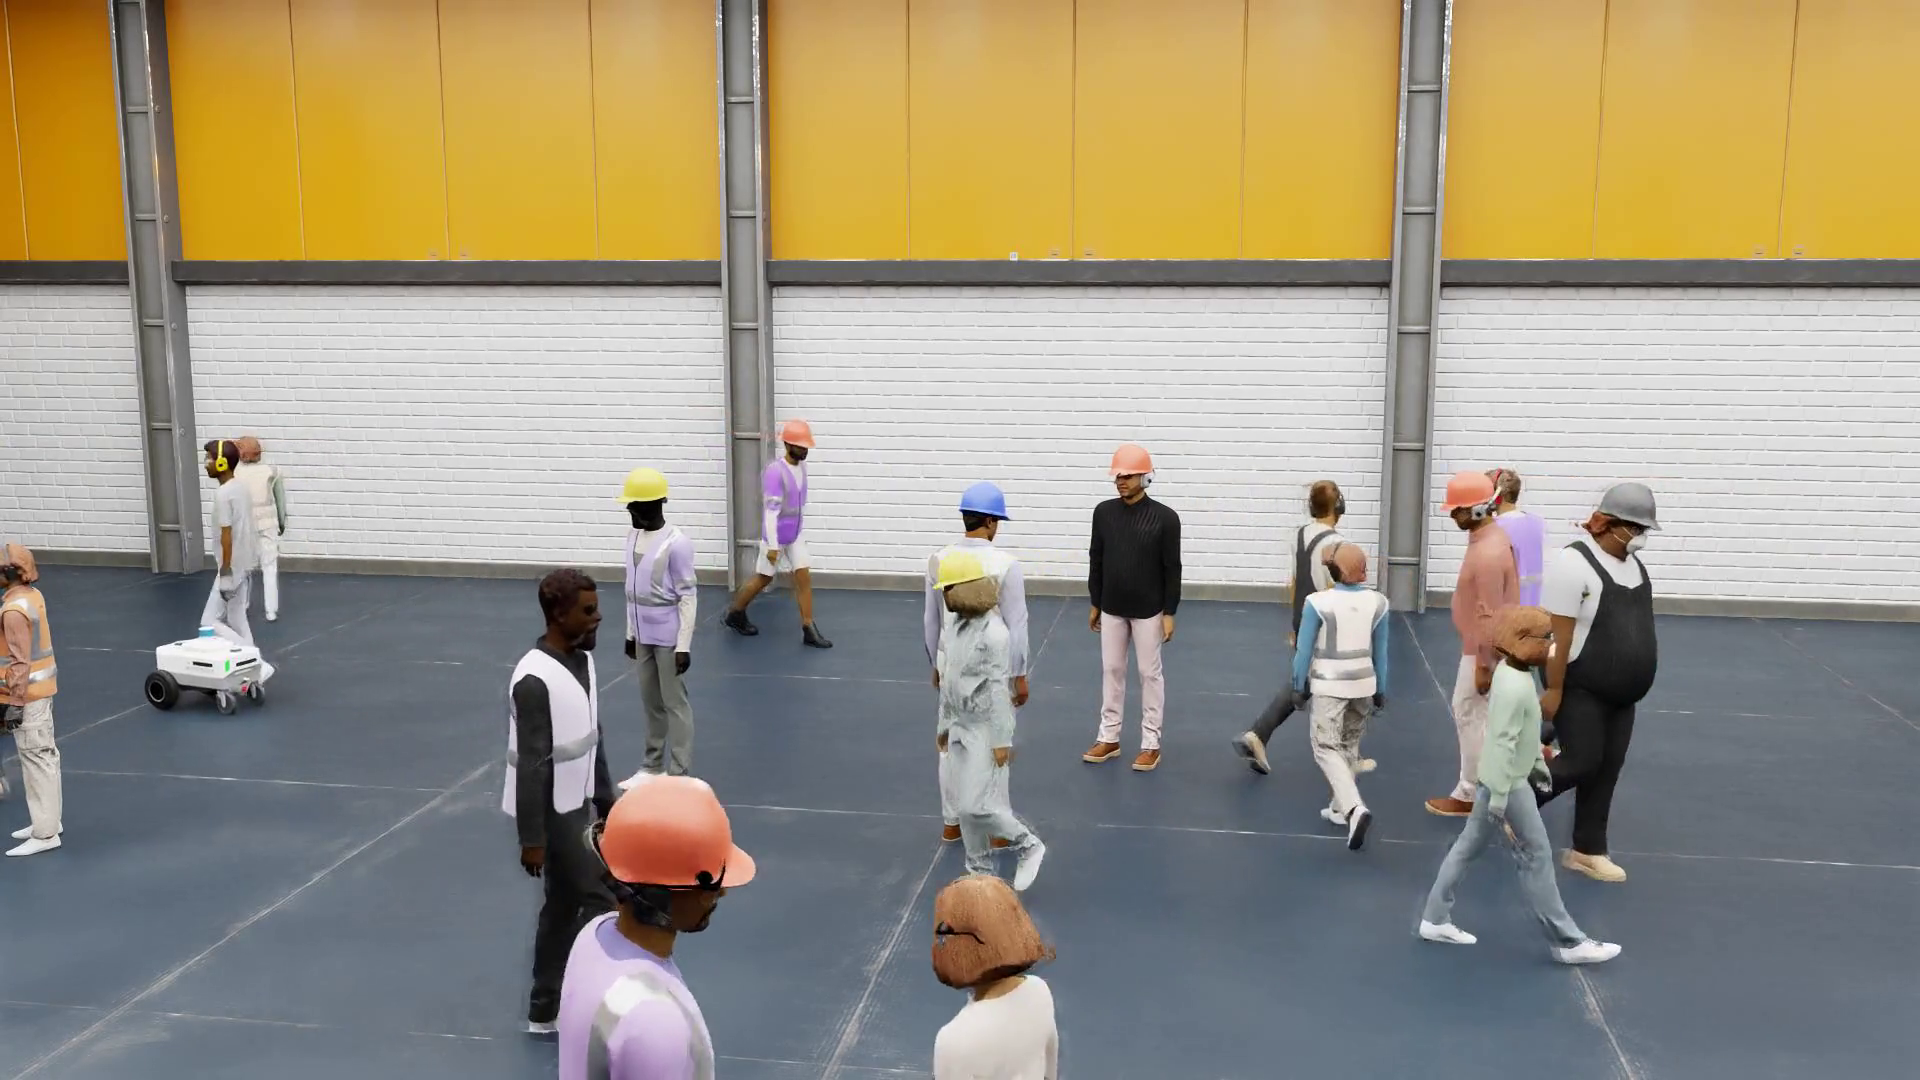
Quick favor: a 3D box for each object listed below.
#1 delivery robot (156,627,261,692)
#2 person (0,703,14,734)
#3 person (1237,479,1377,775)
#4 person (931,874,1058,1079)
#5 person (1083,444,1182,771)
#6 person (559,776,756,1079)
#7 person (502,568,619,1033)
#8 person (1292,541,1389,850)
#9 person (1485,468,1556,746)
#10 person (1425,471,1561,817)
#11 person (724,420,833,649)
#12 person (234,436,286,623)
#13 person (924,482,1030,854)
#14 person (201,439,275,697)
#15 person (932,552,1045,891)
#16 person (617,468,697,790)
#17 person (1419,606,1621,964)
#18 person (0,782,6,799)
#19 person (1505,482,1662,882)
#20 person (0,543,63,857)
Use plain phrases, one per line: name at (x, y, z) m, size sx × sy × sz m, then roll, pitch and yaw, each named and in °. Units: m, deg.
delivery robot at (-5.218, 0.846, 11.557) m, size 0.707 × 0.478 × 0.477 m, roll 4°, pitch 10°, yaw 23°
person at (-6.333, 0.355, 10.616) m, size 0.413 × 1.948 × 0.698 m, roll 0°, pitch 9°, yaw -1°
person at (2.092, 0.539, 9.913) m, size 0.836 × 1.814 × 0.504 m, roll -4°, pitch 10°, yaw -23°
person at (0.145, 1.603, 3.941) m, size 0.690 × 1.608 × 0.540 m, roll 4°, pitch 10°, yaw 26°
person at (1.045, 0.406, 10.132) m, size 0.612 × 1.995 × 0.393 m, roll 6°, pitch 11°, yaw 34°
person at (-0.734, 1.478, 3.507) m, size 0.617 × 2.017 × 0.663 m, roll -4°, pitch 10°, yaw -25°
person at (-1.468, 1.047, 6.478) m, size 0.603 × 1.897 × 0.615 m, roll 0°, pitch 9°, yaw 3°
person at (2.050, 0.814, 8.798) m, size 0.526 × 1.615 × 0.734 m, roll -3°, pitch 10°, yaw -16°
person at (3.403, 0.475, 10.237) m, size 0.575 × 1.826 × 0.481 m, roll -8°, pitch 12°, yaw -40°
person at (2.935, 0.589, 9.110) m, size 0.679 × 1.955 × 0.669 m, roll 3°, pitch 10°, yaw 17°
person at (-1.511, -0.065, 13.499) m, size 1.029 × 1.866 × 0.556 m, roll 6°, pitch 11°, yaw 31°
person at (-6.158, -0.106, 14.521) m, size 0.524 × 1.597 × 0.856 m, roll -5°, pitch 11°, yaw -29°
person at (0.101, 0.668, 8.696) m, size 0.602 × 1.937 × 0.407 m, roll 6°, pitch 11°, yaw 33°
person at (-5.156, 0.215, 11.737) m, size 0.396 × 1.853 × 0.562 m, roll -1°, pitch 9°, yaw -5°
person at (0.100, 0.904, 7.939) m, size 0.452 × 1.720 × 0.491 m, roll -6°, pitch 11°, yaw -31°
person at (-1.742, 0.537, 9.548) m, size 0.383 × 1.923 × 0.588 m, roll -8°, pitch 12°, yaw -42°
person at (2.461, 1.064, 7.312) m, size 0.851 × 1.584 × 0.515 m, roll 3°, pitch 10°, yaw 15°
person at (-5.775, 0.731, 9.159) m, size 0.861 × 1.643 × 0.557 m, roll -7°, pitch 12°, yaw -38°
person at (3.160, 0.676, 8.328) m, size 0.711 × 2.000 × 0.652 m, roll -6°, pitch 11°, yaw -32°
person at (-4.874, 0.820, 8.680) m, size 0.307 × 1.638 × 0.511 m, roll -4°, pitch 10°, yaw -22°
